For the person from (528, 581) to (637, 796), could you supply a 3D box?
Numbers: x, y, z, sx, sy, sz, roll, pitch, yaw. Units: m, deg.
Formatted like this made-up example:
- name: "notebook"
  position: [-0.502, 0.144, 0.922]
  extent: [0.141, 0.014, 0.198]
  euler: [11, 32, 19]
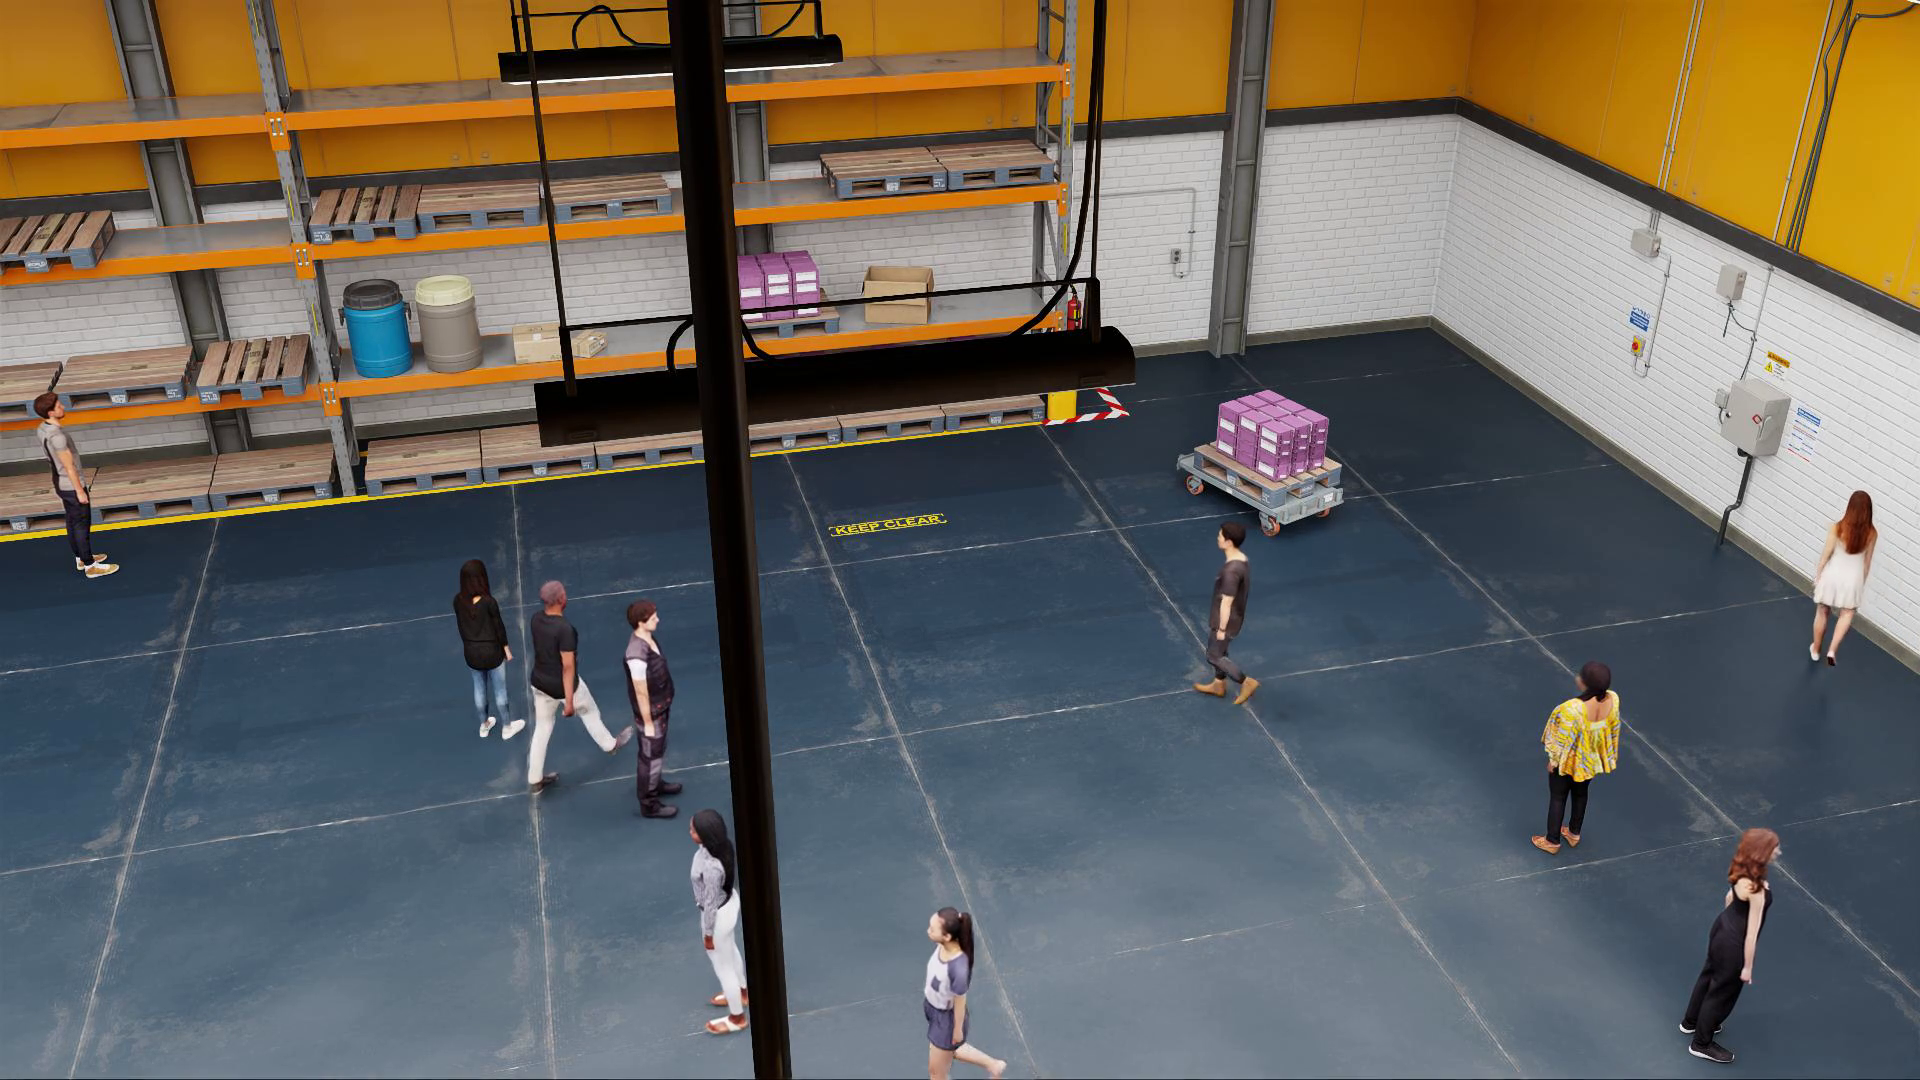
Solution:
- name: "person"
  position: [-3.203, 1.205, 12.958]
  extent: [1.145, 1.746, 1.268]
  euler: [19, 34, 31]

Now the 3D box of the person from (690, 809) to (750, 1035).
- name: "person"
  position: [-1.551, 2.431, 10.737]
  extent: [0.596, 1.721, 0.632]
  euler: [0, 29, 0]

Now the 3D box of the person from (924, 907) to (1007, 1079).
- name: "person"
  position: [0.008, 2.863, 10.035]
  extent: [0.861, 1.634, 0.632]
  euler: [-5, 29, -10]

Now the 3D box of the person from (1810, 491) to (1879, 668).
- name: "person"
  position: [7.700, 0.383, 14.512]
  extent: [0.863, 1.702, 0.900]
  euler: [12, 31, 22]

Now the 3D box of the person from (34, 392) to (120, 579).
- name: "person"
  position: [-8.567, -0.544, 16.008]
  extent: [0.717, 1.894, 0.740]
  euler: [-23, 36, -36]

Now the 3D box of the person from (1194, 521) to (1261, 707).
- name: "person"
  position: [2.317, 0.647, 14.028]
  extent: [0.943, 1.701, 0.854]
  euler: [9, 30, 16]

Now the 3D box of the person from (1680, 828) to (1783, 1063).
- name: "person"
  position: [4.888, 2.528, 10.531]
  extent: [0.636, 1.746, 0.658]
  euler: [4, 29, 7]

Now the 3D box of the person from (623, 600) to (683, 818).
- name: "person"
  position: [-2.383, 1.273, 12.729]
  extent: [0.651, 1.846, 0.706]
  euler: [-1, 29, -1]

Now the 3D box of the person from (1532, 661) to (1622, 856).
- name: "person"
  position: [4.562, 1.606, 12.317]
  extent: [0.736, 1.656, 0.821]
  euler: [-12, 31, -21]

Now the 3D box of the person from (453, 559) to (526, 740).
- name: "person"
  position: [-3.897, 0.894, 13.633]
  extent: [0.598, 1.646, 0.709]
  euler: [6, 29, 11]
